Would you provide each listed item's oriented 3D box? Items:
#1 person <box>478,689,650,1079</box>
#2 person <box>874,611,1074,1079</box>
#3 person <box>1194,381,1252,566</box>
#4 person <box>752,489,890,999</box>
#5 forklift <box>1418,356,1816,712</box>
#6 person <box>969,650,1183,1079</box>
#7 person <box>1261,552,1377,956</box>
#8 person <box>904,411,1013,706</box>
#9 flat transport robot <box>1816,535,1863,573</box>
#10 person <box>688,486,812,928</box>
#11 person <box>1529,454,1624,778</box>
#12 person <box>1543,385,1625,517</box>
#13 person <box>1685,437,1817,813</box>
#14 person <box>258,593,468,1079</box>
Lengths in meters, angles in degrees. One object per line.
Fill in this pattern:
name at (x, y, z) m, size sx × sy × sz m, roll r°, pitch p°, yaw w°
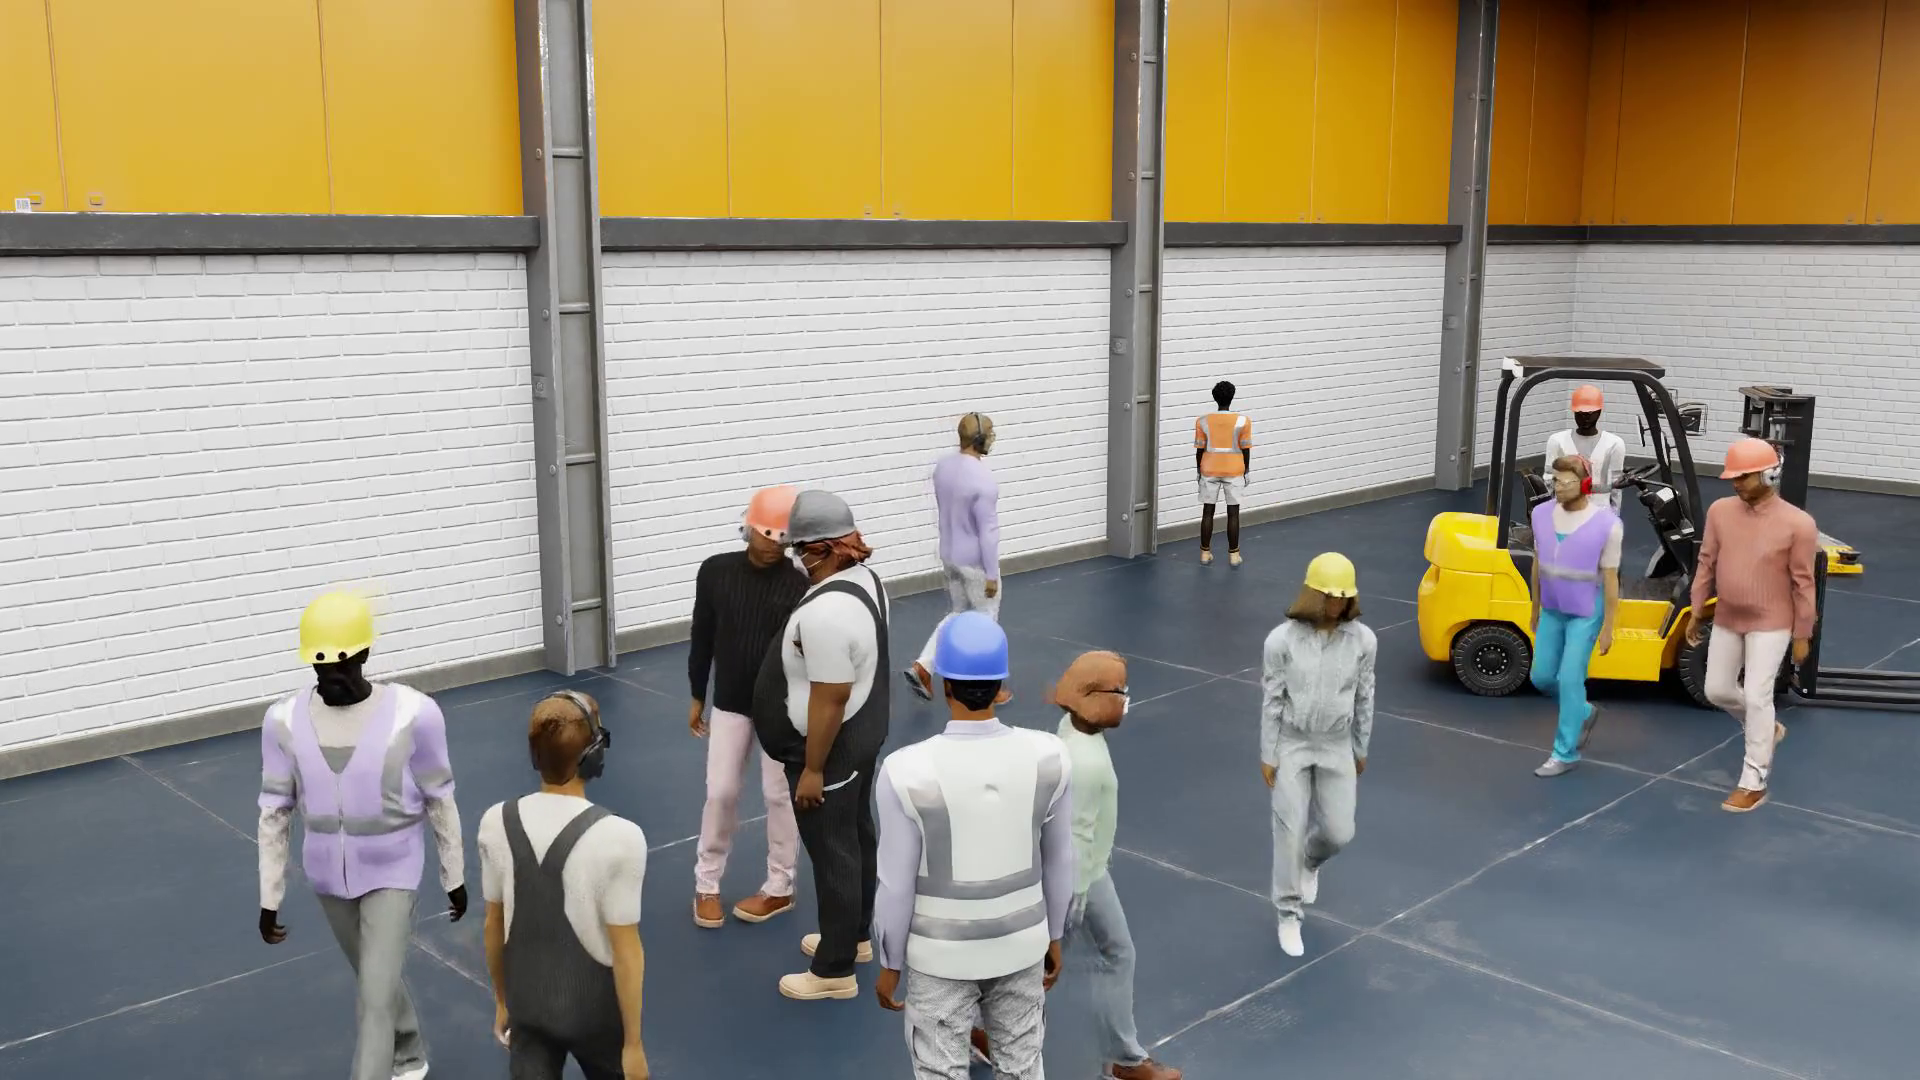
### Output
person at (-1.084, 1.293, 4.556) m, size 0.524 × 1.805 × 0.944 m, roll 3°, pitch 11°, yaw 15°
person at (0.039, 1.167, 4.831) m, size 0.608 × 1.948 × 0.389 m, roll -4°, pitch 11°, yaw -21°
person at (2.400, -0.607, 15.214) m, size 0.531 × 1.694 × 0.320 m, roll 4°, pitch 11°, yaw 19°
person at (-0.556, 0.793, 6.621) m, size 0.537 × 2.000 × 0.682 m, roll 2°, pitch 11°, yaw 10°
forklift at (4.276, -0.101, 11.076) m, size 2.313 × 2.155 × 1.214 m, roll 2°, pitch 11°, yaw 13°
person at (0.363, 1.153, 5.862) m, size 0.795 × 1.600 × 0.539 m, roll -1°, pitch 10°, yaw -3°
person at (1.499, 0.873, 7.062) m, size 0.485 × 1.725 × 0.536 m, roll 0°, pitch 10°, yaw -1°
person at (0.019, 0.145, 10.491) m, size 0.629 × 1.920 × 0.639 m, roll -7°, pitch 12°, yaw -33°
flat transport robot at (7.730, 0.073, 15.374) m, size 0.652 × 0.197 × 1.431 m, roll 2°, pitch 10°, yaw 8°
person at (-0.880, 0.730, 7.230) m, size 0.654 × 1.971 × 0.453 m, roll 2°, pitch 11°, yaw 9°
person at (3.458, 0.410, 9.317) m, size 0.561 × 1.825 × 0.563 m, roll -6°, pitch 12°, yaw -31°
person at (4.518, -0.162, 12.109) m, size 0.552 × 1.936 × 0.358 m, roll 4°, pitch 11°, yaw 22°
person at (4.265, 0.420, 8.860) m, size 0.679 × 1.966 × 0.653 m, roll -6°, pitch 12°, yaw -30°
person at (-1.970, 1.100, 5.373) m, size 0.613 × 1.874 × 0.988 m, roll 1°, pitch 10°, yaw 5°
